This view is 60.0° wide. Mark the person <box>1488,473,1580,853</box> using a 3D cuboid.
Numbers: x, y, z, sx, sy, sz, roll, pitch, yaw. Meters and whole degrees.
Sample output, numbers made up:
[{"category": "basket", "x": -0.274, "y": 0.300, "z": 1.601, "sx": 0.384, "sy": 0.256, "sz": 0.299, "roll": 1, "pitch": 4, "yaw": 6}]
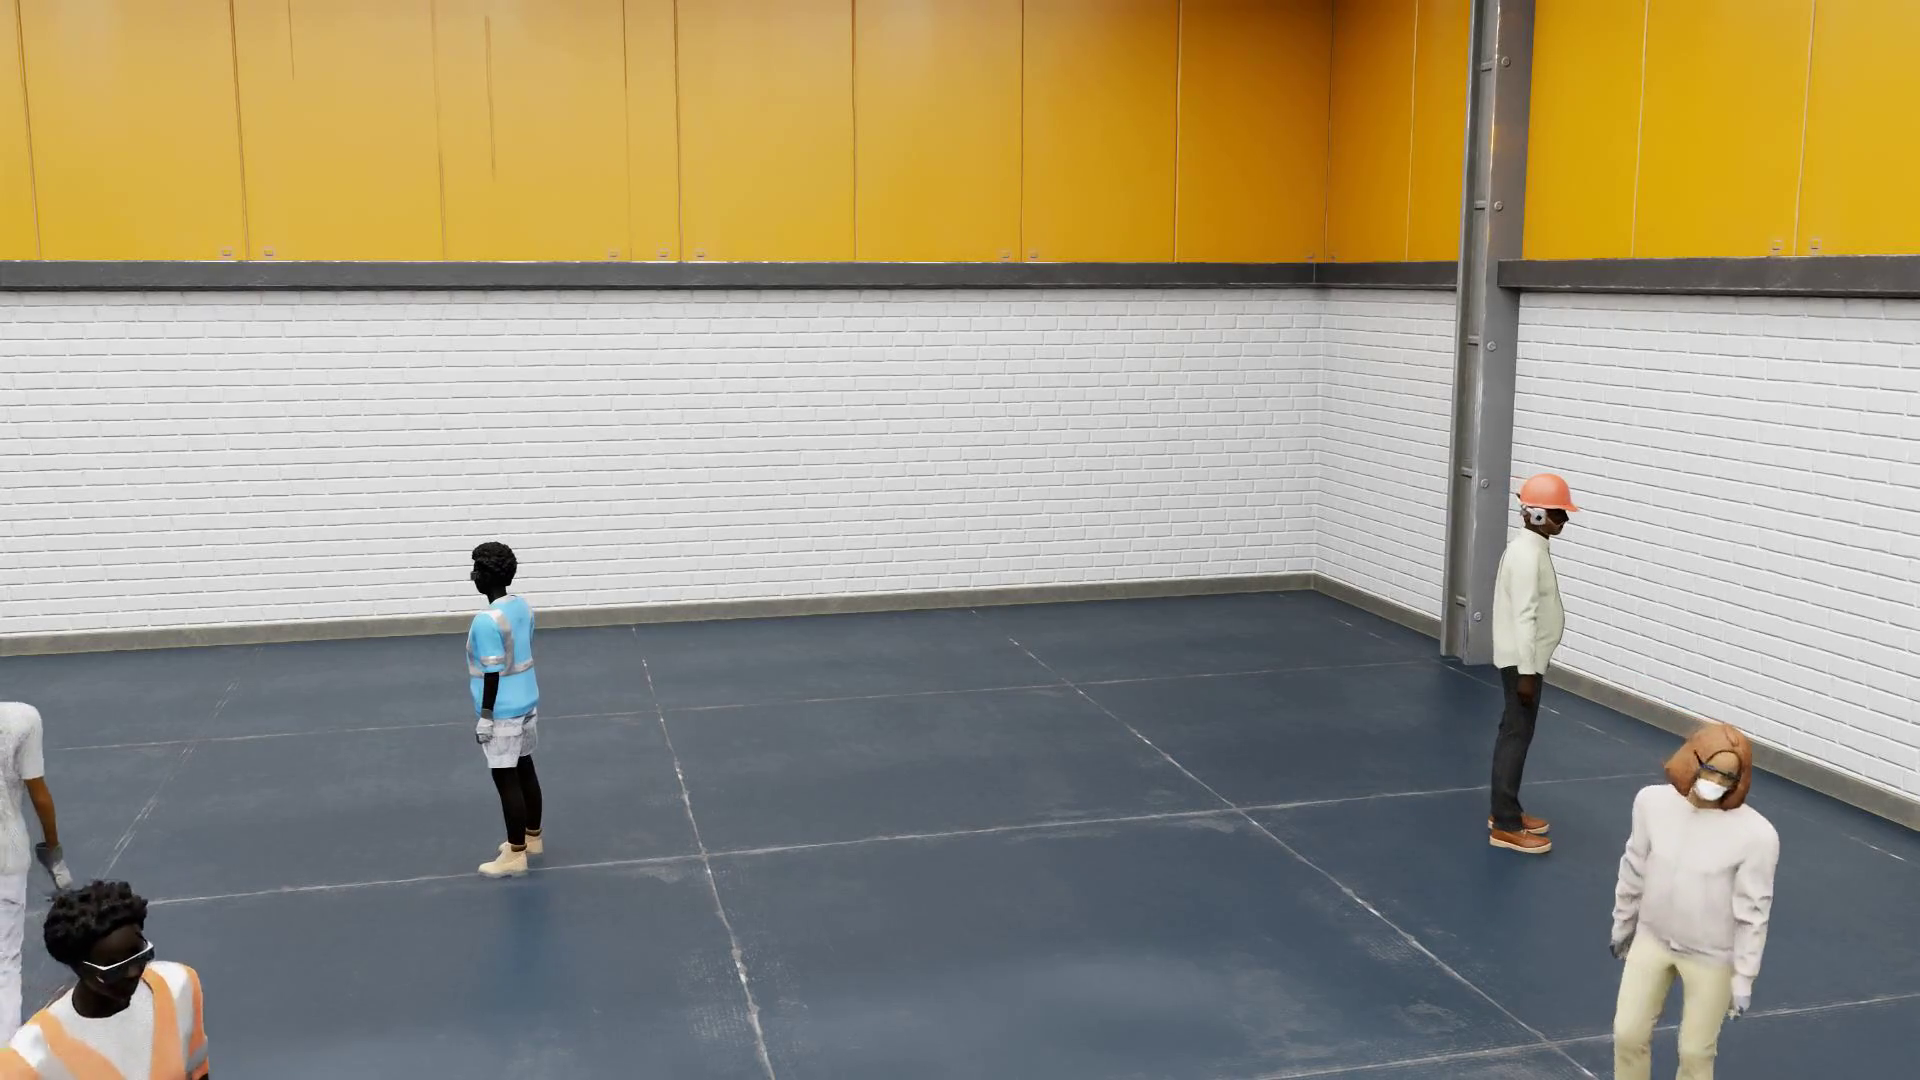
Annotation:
[{"category": "person", "x": 3.021, "y": 0.635, "z": 8.805, "sx": 0.401, "sy": 1.989, "sz": 0.623, "roll": 3, "pitch": 10, "yaw": 19}]

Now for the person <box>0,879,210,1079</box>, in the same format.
[{"category": "person", "x": -2.098, "y": 1.569, "z": 3.975, "sx": 0.600, "sy": 1.666, "sz": 0.540, "roll": 4, "pitch": 10, "yaw": 23}]

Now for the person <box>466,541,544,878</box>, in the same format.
[{"category": "person", "x": -2.304, "y": 0.848, "z": 8.399, "sx": 0.318, "sy": 1.695, "sz": 0.540, "roll": 1, "pitch": 9, "yaw": 6}]

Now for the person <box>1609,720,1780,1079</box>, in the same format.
[{"category": "person", "x": 2.403, "y": 1.360, "z": 5.477, "sx": 0.361, "sy": 1.610, "sz": 0.539, "roll": -8, "pitch": 12, "yaw": -40}]

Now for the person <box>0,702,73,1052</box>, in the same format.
[{"category": "person", "x": -3.460, "y": 1.168, "z": 5.904, "sx": 0.518, "sy": 1.854, "sz": 0.400, "roll": -3, "pitch": 10, "yaw": -18}]
